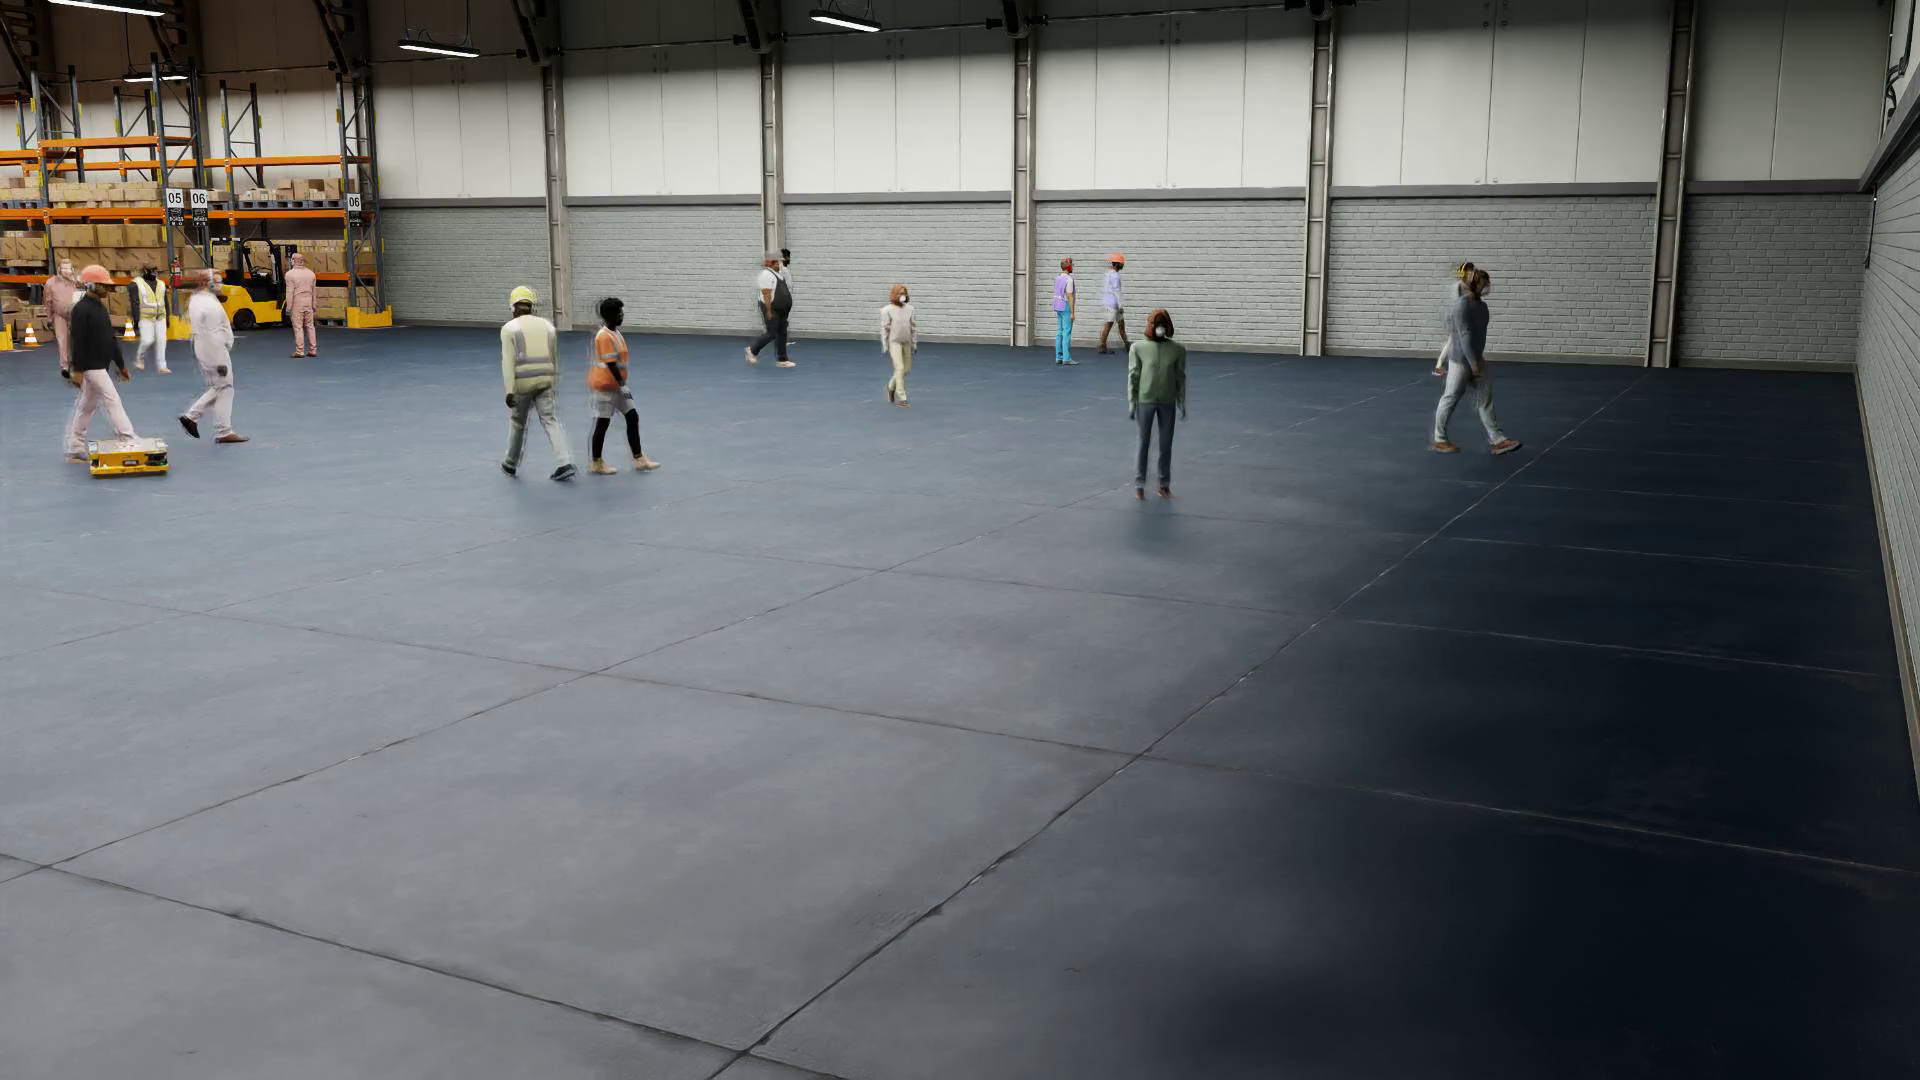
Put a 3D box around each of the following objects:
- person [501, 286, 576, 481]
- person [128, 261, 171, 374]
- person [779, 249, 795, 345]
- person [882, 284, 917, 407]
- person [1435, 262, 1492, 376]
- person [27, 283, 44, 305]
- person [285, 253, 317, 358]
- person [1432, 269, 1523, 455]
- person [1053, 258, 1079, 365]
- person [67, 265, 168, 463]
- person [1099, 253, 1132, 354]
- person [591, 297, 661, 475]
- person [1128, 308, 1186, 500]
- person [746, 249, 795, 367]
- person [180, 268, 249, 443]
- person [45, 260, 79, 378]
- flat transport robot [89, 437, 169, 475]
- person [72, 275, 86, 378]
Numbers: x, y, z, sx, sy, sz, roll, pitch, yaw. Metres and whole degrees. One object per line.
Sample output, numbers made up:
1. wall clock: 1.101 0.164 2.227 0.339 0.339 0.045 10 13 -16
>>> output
1. person: -3.924 -1.427 15.263 0.949 1.779 0.633 10 14 42
2. person: -13.115 -3.595 26.937 0.535 1.822 0.642 7 12 33
3. person: -3.610 -5.001 34.218 0.368 1.966 0.602 2 11 12
4. person: -0.818 -2.574 21.943 0.511 1.611 0.717 -7 12 -33
5. person: 7.939 -3.463 26.268 0.546 1.813 0.997 -9 13 -39
6. person: -24.693 -6.844 44.408 0.391 1.918 0.580 1 10 7
7. person: -12.137 -4.302 30.570 0.405 1.906 0.653 6 12 28
8. person: 5.281 -1.793 16.924 0.633 1.887 1.003 -9 14 -42
9. person: 1.822 -3.960 28.856 0.386 1.849 0.568 -4 11 -23
10. person: -8.352 -1.705 16.293 1.018 1.937 0.641 -2 11 -9
11. person: 3.042 -4.449 31.393 0.904 1.895 0.562 0 10 1
12. person: -3.145 -1.419 15.504 0.755 1.662 0.539 1 10 8
13. person: 1.673 -1.154 14.152 0.504 1.634 0.268 -1 10 -7
14. person: -3.204 -3.939 28.223 0.734 2.000 0.689 3 11 17
15. person: -8.071 -1.971 17.906 0.544 1.886 0.659 -9 14 -40
16. person: -13.961 -3.452 26.075 0.668 1.848 1.005 -4 11 -22
17. flat transport robot: -8.027 -0.819 16.039 0.652 0.197 1.431 -5 12 -27
18. person: -13.619 -3.310 25.921 0.523 1.623 0.361 8 13 39
